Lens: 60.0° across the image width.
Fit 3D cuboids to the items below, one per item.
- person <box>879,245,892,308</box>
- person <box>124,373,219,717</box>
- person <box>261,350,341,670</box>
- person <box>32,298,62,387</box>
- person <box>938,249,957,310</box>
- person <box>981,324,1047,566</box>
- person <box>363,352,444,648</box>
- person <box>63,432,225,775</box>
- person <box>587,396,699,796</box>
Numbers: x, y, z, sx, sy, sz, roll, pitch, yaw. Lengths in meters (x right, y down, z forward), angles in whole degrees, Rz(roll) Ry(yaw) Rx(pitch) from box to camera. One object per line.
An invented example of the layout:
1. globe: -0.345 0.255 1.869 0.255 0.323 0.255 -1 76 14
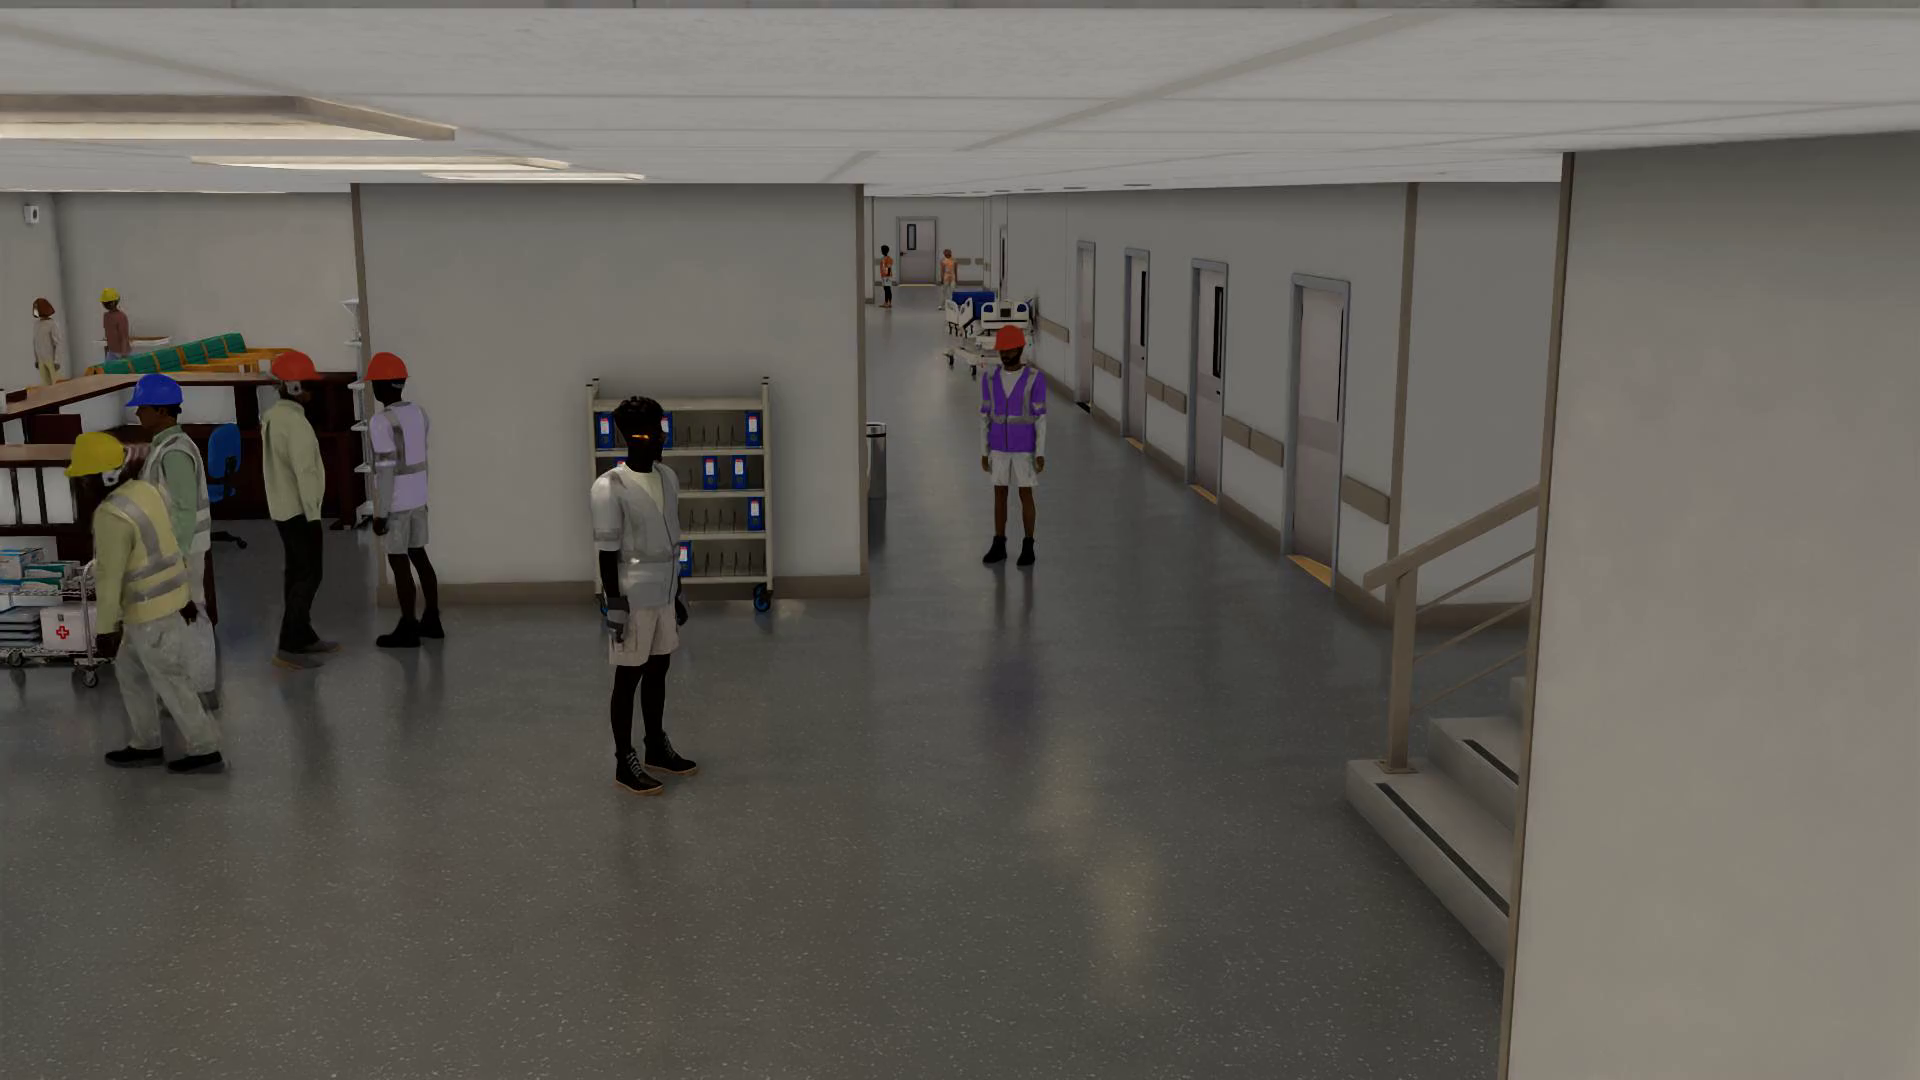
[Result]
1. person: -2.016 -7.184 45.322 0.319 1.693 0.532 -4 12 -21
2. person: -4.467 0.023 9.474 0.386 1.948 0.605 -7 14 -32
3. person: -4.149 -0.192 10.442 0.414 1.998 0.626 -9 15 -39
4. person: -12.009 -2.361 21.899 0.497 1.633 0.285 6 13 27
5. person: -0.322 -6.885 44.078 0.536 1.609 0.769 -4 12 -18
6. person: 0.414 -0.756 13.316 0.549 1.936 0.360 4 12 21
7. person: -3.679 -0.259 10.882 0.372 1.935 0.552 3 12 14
8. person: -4.116 0.333 8.349 0.725 1.784 0.612 -2 12 -11
9. person: -1.561 0.265 8.248 0.367 1.966 0.606 5 13 24
